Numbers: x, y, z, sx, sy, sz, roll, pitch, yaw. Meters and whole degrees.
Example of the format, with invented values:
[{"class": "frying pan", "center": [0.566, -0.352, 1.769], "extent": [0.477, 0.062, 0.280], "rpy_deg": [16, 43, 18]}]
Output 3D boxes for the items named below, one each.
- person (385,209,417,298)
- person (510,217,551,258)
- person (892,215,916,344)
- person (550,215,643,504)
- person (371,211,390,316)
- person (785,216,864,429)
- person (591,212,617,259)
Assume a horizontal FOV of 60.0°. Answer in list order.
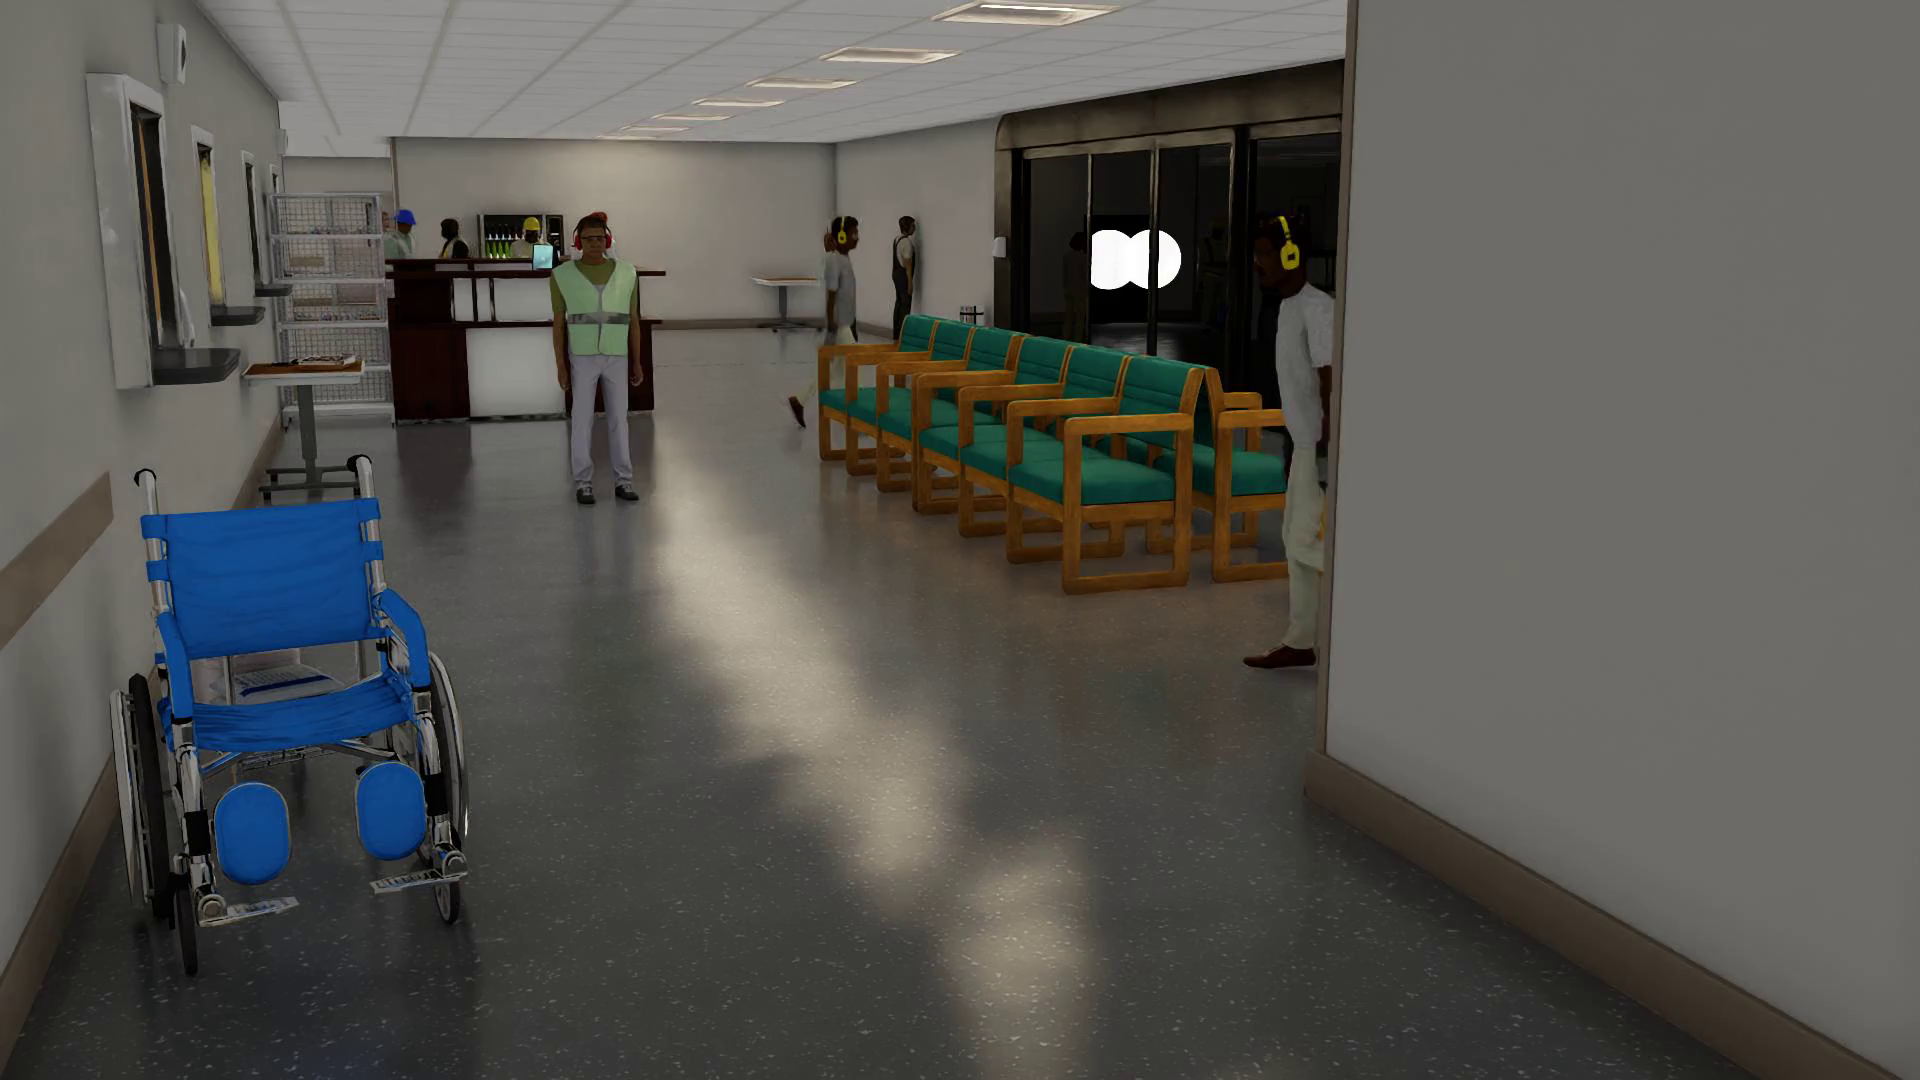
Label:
[{"class": "person", "center": [-7.683, -3.618, 23.120], "extent": [0.556, 1.918, 0.613], "rpy_deg": [4, 12, 22]}, {"class": "person", "center": [-5.748, -3.426, 22.394], "extent": [0.599, 1.825, 0.403], "rpy_deg": [-3, 12, -17]}, {"class": "person", "center": [-0.784, -3.652, 23.507], "extent": [0.339, 1.838, 0.506], "rpy_deg": [-4, 12, -21]}, {"class": "person", "center": [-2.334, -1.154, 10.697], "extent": [0.560, 1.839, 0.394], "rpy_deg": [-5, 12, -26]}, {"class": "person", "center": [-10.103, -4.799, 29.213], "extent": [0.400, 1.910, 0.643], "rpy_deg": [-2, 11, -9]}, {"class": "person", "center": [-1.069, -1.833, 14.171], "extent": [0.821, 1.847, 0.522], "rpy_deg": [0, 11, 3]}, {"class": "person", "center": [-4.411, -3.108, 20.601], "extent": [0.359, 1.882, 0.575], "rpy_deg": [-7, 13, -32]}]
